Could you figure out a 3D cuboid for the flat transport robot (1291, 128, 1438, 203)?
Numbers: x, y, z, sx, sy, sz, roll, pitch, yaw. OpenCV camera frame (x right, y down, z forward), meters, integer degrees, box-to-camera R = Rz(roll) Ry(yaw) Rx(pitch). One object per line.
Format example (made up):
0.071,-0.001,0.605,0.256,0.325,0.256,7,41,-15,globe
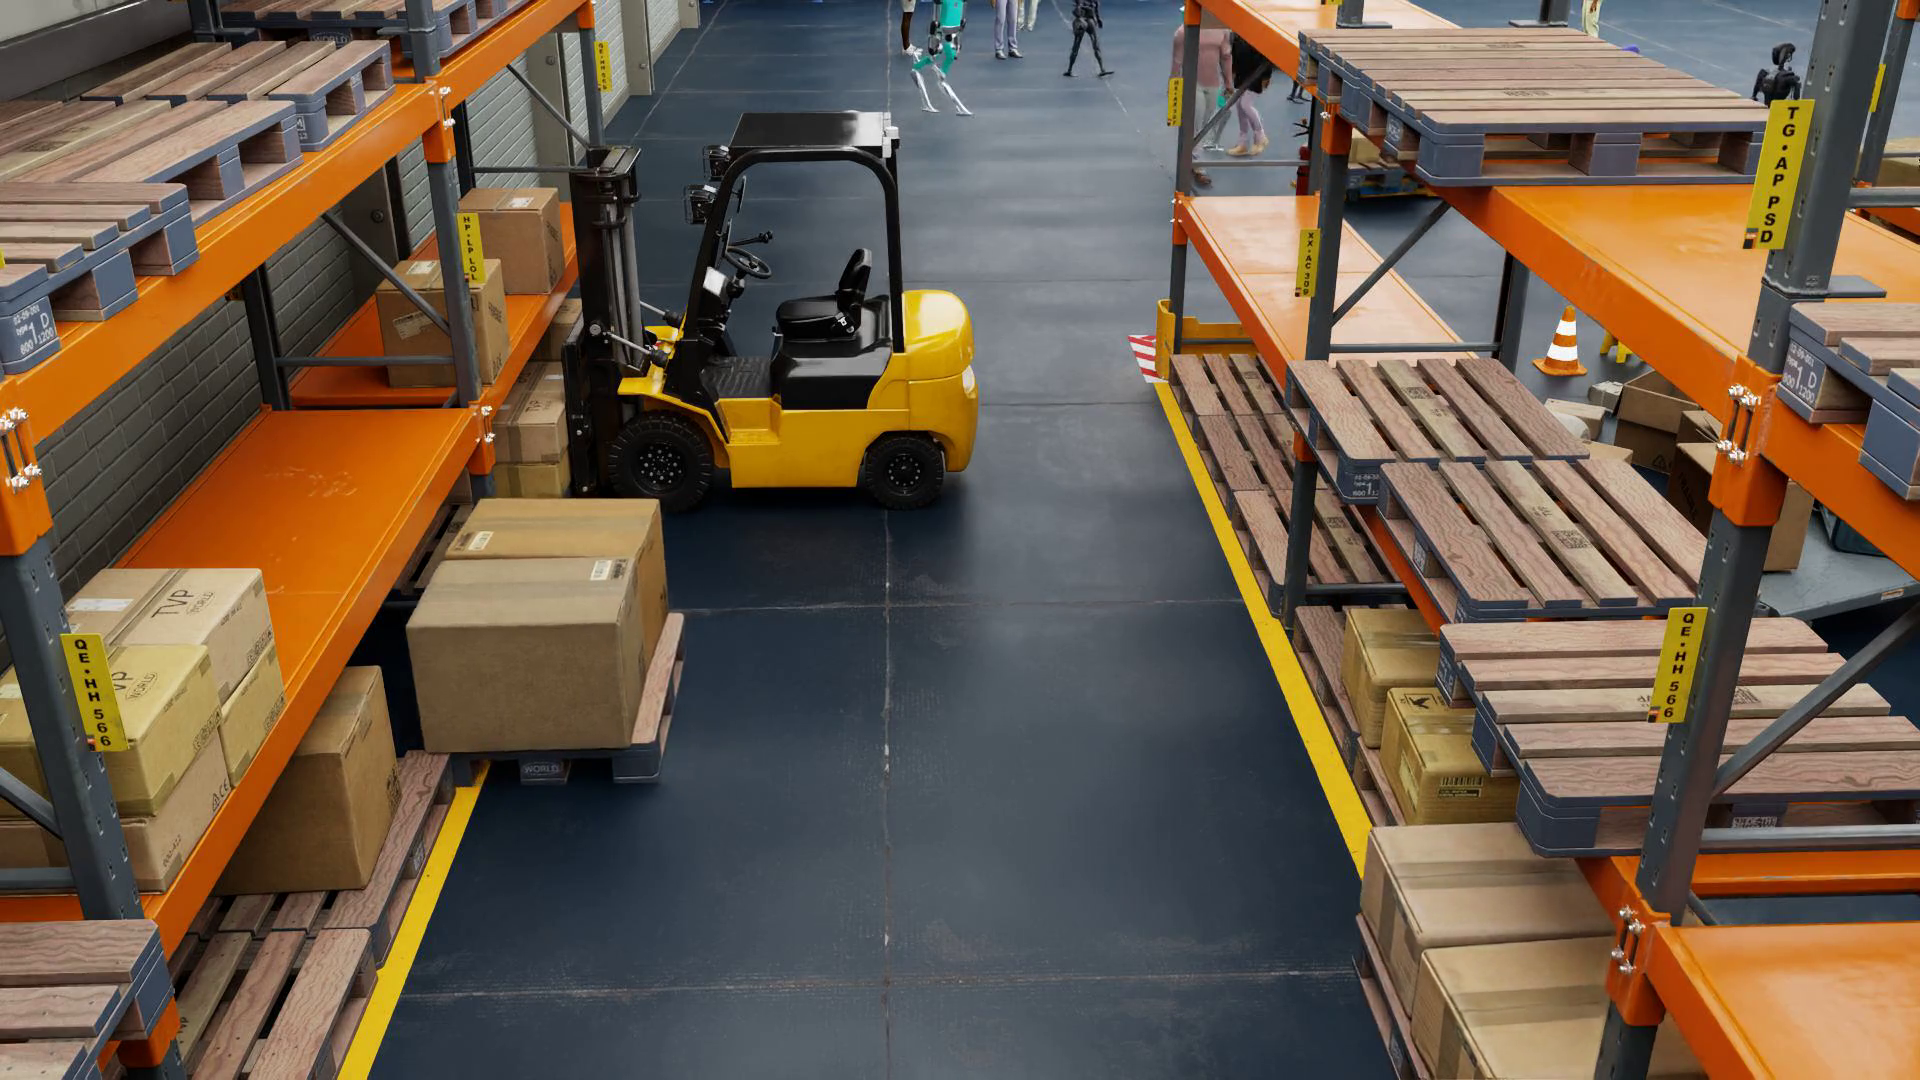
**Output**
4.186,-3.660,17.054,1.431,0.231,0.659,-5,26,-11,flat transport robot

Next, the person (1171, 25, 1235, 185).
2.546,-4.746,17.438,0.628,1.924,0.703,-10,27,-21,person

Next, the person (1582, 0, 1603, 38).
8.992,-7.651,23.608,0.391,1.891,0.531,4,26,8,person

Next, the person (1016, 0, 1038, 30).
1.102,-9.166,26.994,0.565,1.730,0.541,8,27,17,person

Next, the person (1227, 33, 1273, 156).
3.192,-5.169,18.402,0.437,1.842,0.551,-12,28,-24,person

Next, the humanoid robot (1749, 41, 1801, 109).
7.910,-3.974,16.090,0.493,1.645,0.603,-10,27,-21,humanoid robot

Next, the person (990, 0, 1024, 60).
0.667,-8.024,24.471,0.565,1.831,0.414,-17,30,-31,person

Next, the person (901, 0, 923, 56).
-0.757,-8.211,24.785,0.377,1.899,0.544,1,25,2,person

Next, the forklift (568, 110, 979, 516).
-1.043,-1.379,9.976,2.313,2.155,1.214,-1,25,-2,forklift

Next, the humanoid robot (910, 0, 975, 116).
-0.280,-6.080,20.470,0.572,1.763,0.815,-22,33,-38,humanoid robot

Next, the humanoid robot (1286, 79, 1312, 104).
4.451,-6.472,21.353,0.591,1.653,0.325,-22,33,-38,humanoid robot

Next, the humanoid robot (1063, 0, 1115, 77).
1.788,-7.218,22.973,0.755,1.626,0.613,18,31,34,humanoid robot

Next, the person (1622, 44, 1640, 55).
6.223,-3.782,15.646,0.539,1.680,0.517,-19,31,-34,person

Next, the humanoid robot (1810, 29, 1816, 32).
14.252,-8.973,26.712,0.770,1.630,0.610,13,28,25,humanoid robot

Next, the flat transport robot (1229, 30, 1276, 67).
4.691,-7.165,24.476,0.659,0.231,1.431,22,33,39,flat transport robot

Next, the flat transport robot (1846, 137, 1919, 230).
7.494,-1.940,13.412,1.431,0.231,0.659,0,25,1,flat transport robot

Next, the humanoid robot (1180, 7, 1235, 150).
2.851,-5.274,18.763,0.819,1.762,0.530,1,25,2,humanoid robot
